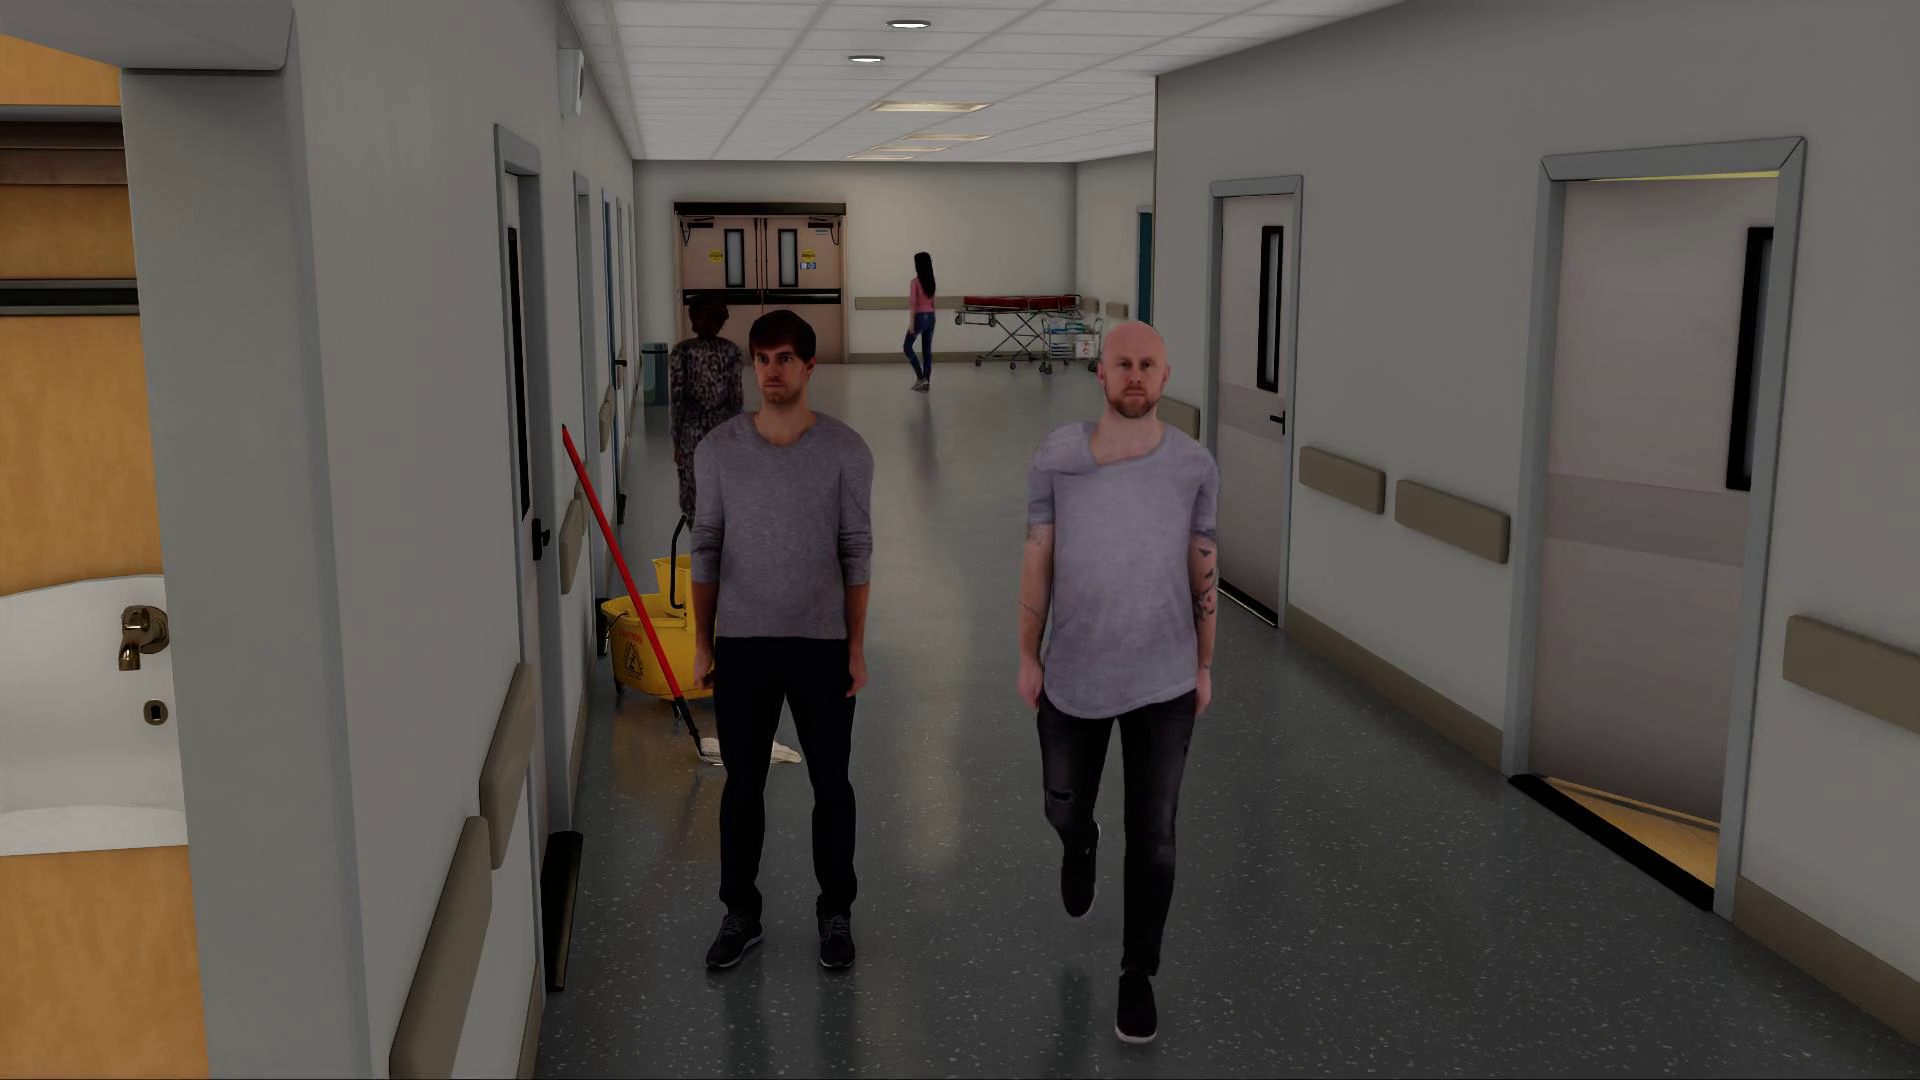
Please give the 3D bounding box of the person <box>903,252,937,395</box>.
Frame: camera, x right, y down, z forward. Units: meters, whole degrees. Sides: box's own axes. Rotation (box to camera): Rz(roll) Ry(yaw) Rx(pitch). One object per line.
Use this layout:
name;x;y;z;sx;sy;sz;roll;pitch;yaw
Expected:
person;-0.410;-2.680;20.536;0.717;1.737;0.751;-10;15;-42

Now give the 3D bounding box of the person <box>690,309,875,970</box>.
person;-0.491;0.280;4.656;0.699;1.844;0.606;0;11;1

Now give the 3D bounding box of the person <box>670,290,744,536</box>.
person;-1.368;-0.510;9.192;0.650;1.704;0.835;-4;11;-19

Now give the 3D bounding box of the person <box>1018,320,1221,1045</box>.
person;0.415;0.337;4.436;0.860;1.814;1.139;1;11;4
